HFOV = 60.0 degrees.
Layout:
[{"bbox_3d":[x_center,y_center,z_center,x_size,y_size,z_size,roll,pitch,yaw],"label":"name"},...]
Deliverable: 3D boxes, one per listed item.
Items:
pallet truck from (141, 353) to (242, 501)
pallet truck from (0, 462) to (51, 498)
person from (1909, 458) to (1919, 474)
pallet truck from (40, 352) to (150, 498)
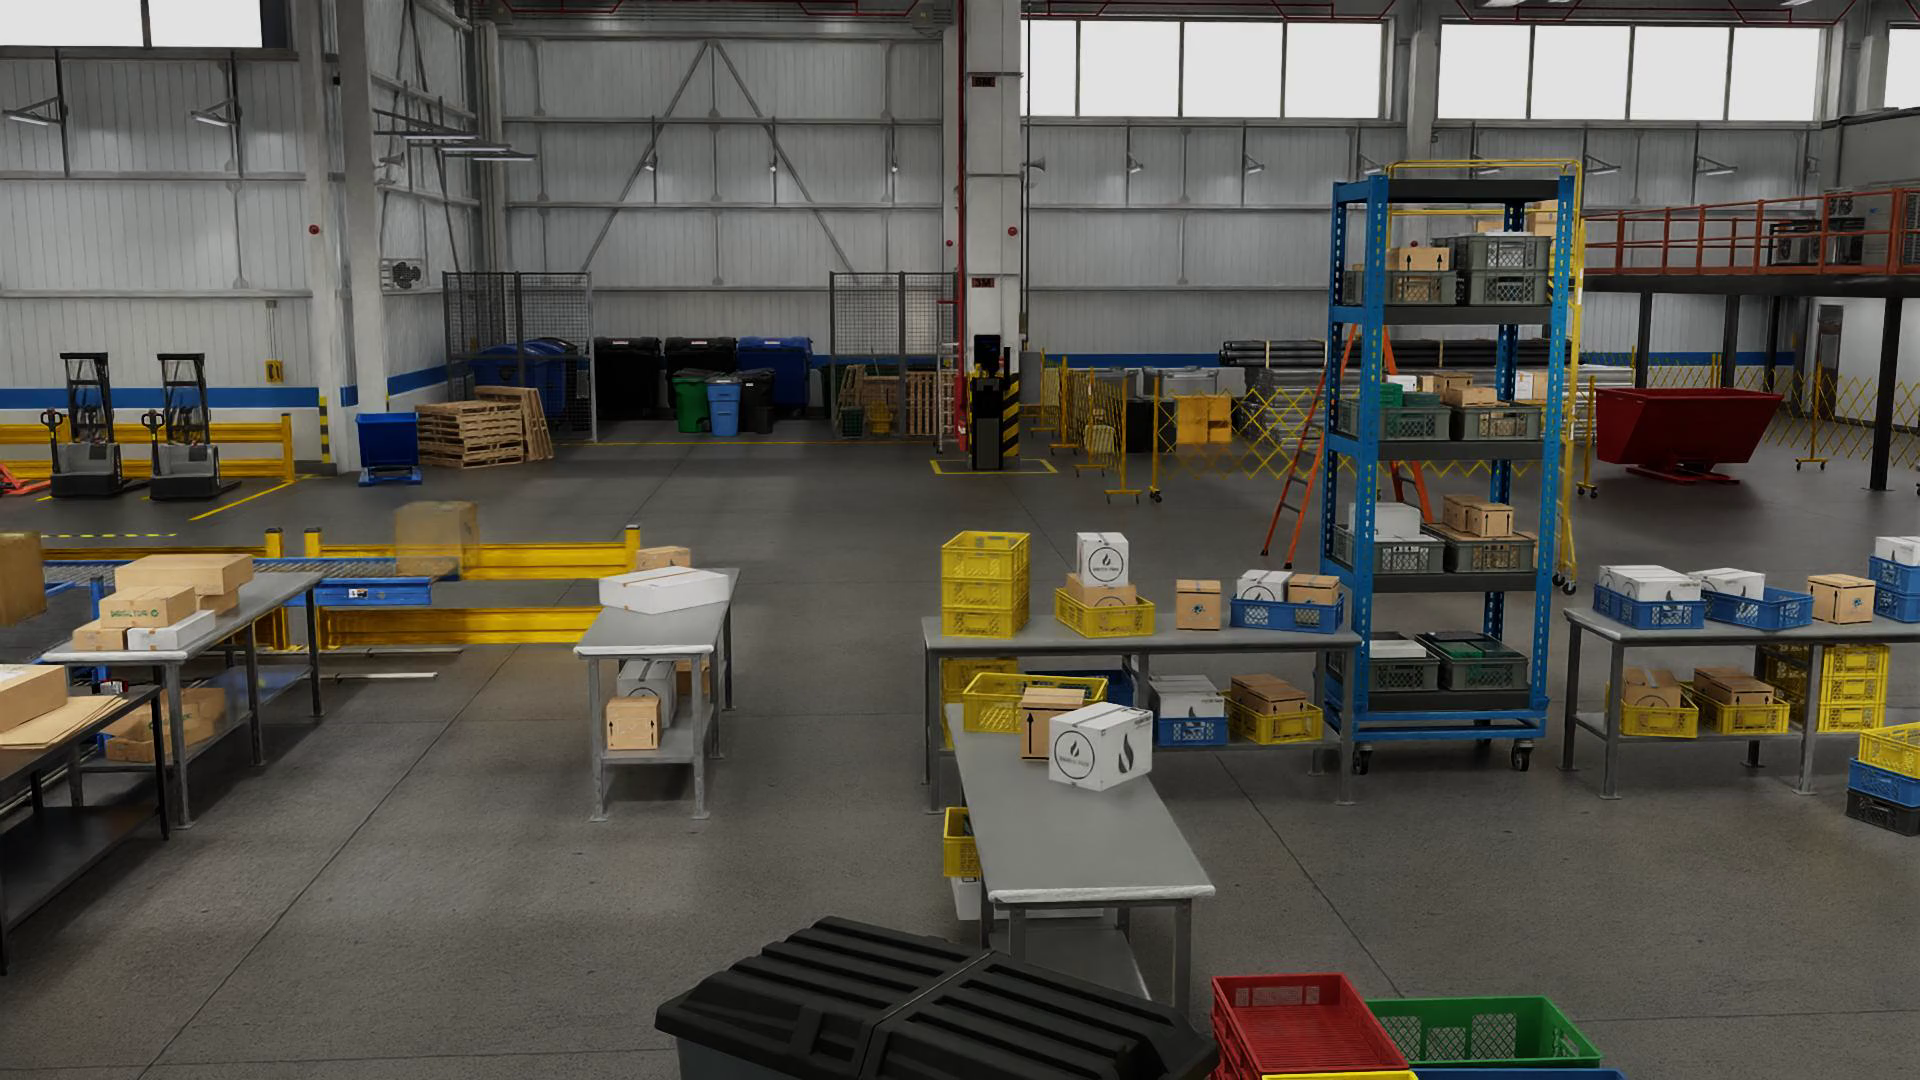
[{"bbox_3d":[-10.520,-1.604,22.925,0.823,1.965,1.885,-1,9,-6],"label":"pallet truck"},{"bbox_3d":[-13.193,-1.293,23.148,0.653,1.274,1.630,-1,9,-4],"label":"pallet truck"},{"bbox_3d":[14.864,-1.887,25.182,0.578,1.846,0.887,-1,9,-8],"label":"person"},{"bbox_3d":[-11.907,-1.642,23.165,0.823,1.965,1.885,0,9,0],"label":"pallet truck"}]
